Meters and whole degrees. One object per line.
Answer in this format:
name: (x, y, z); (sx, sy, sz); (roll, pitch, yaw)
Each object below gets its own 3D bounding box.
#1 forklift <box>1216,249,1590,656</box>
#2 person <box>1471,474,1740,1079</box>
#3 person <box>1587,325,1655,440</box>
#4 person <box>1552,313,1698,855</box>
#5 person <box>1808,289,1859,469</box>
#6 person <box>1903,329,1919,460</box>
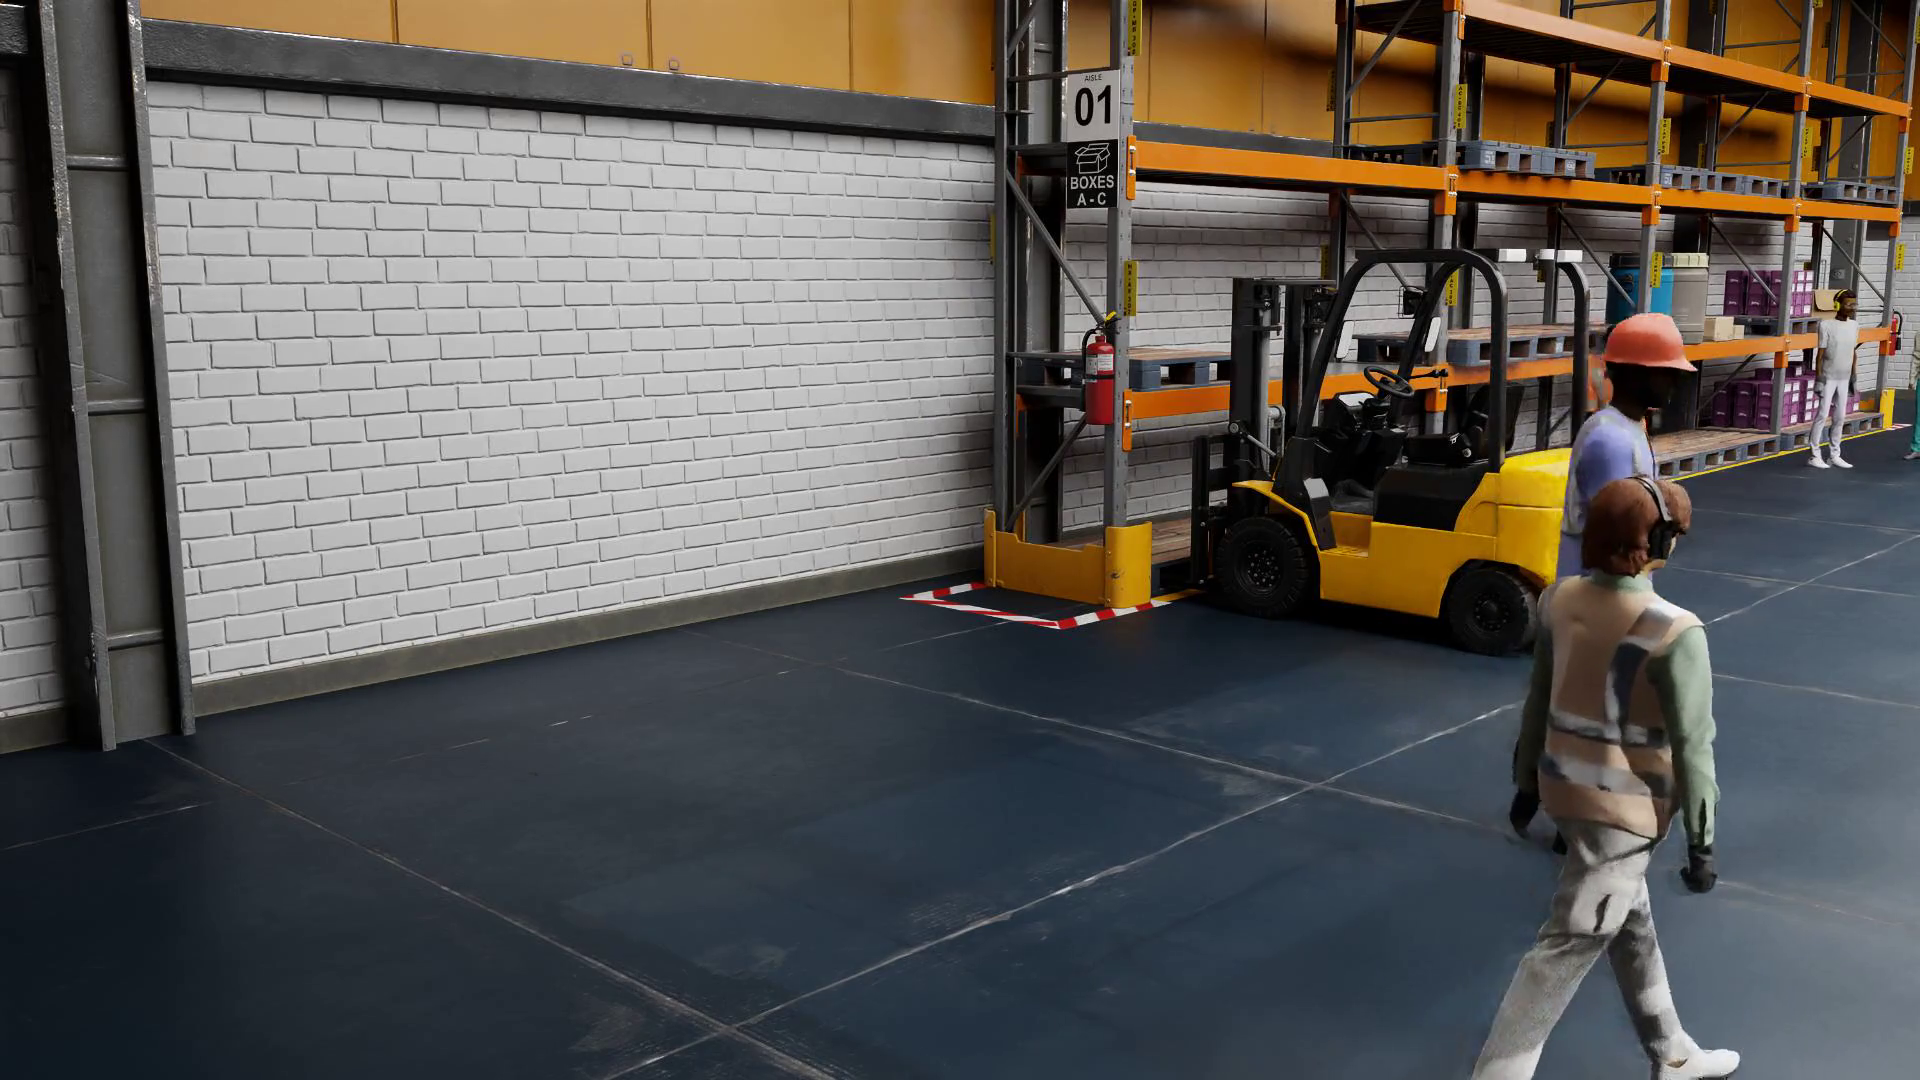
forklift: (2.710, -0.584, 9.626); (2.313, 2.155, 1.214); (9, 13, 43)
person: (1.550, 0.640, 3.952); (0.884, 1.594, 0.531); (-3, 10, -17)
person: (4.700, -0.698, 11.882); (0.536, 1.678, 0.620); (2, 9, 11)
person: (2.279, 0.185, 5.752); (0.406, 1.924, 0.563); (6, 11, 31)
person: (9.110, -1.666, 17.285); (0.515, 1.862, 0.328); (-3, 10, -15)
person: (10.492, -1.719, 17.894); (0.326, 1.767, 0.533); (-8, 12, -41)
